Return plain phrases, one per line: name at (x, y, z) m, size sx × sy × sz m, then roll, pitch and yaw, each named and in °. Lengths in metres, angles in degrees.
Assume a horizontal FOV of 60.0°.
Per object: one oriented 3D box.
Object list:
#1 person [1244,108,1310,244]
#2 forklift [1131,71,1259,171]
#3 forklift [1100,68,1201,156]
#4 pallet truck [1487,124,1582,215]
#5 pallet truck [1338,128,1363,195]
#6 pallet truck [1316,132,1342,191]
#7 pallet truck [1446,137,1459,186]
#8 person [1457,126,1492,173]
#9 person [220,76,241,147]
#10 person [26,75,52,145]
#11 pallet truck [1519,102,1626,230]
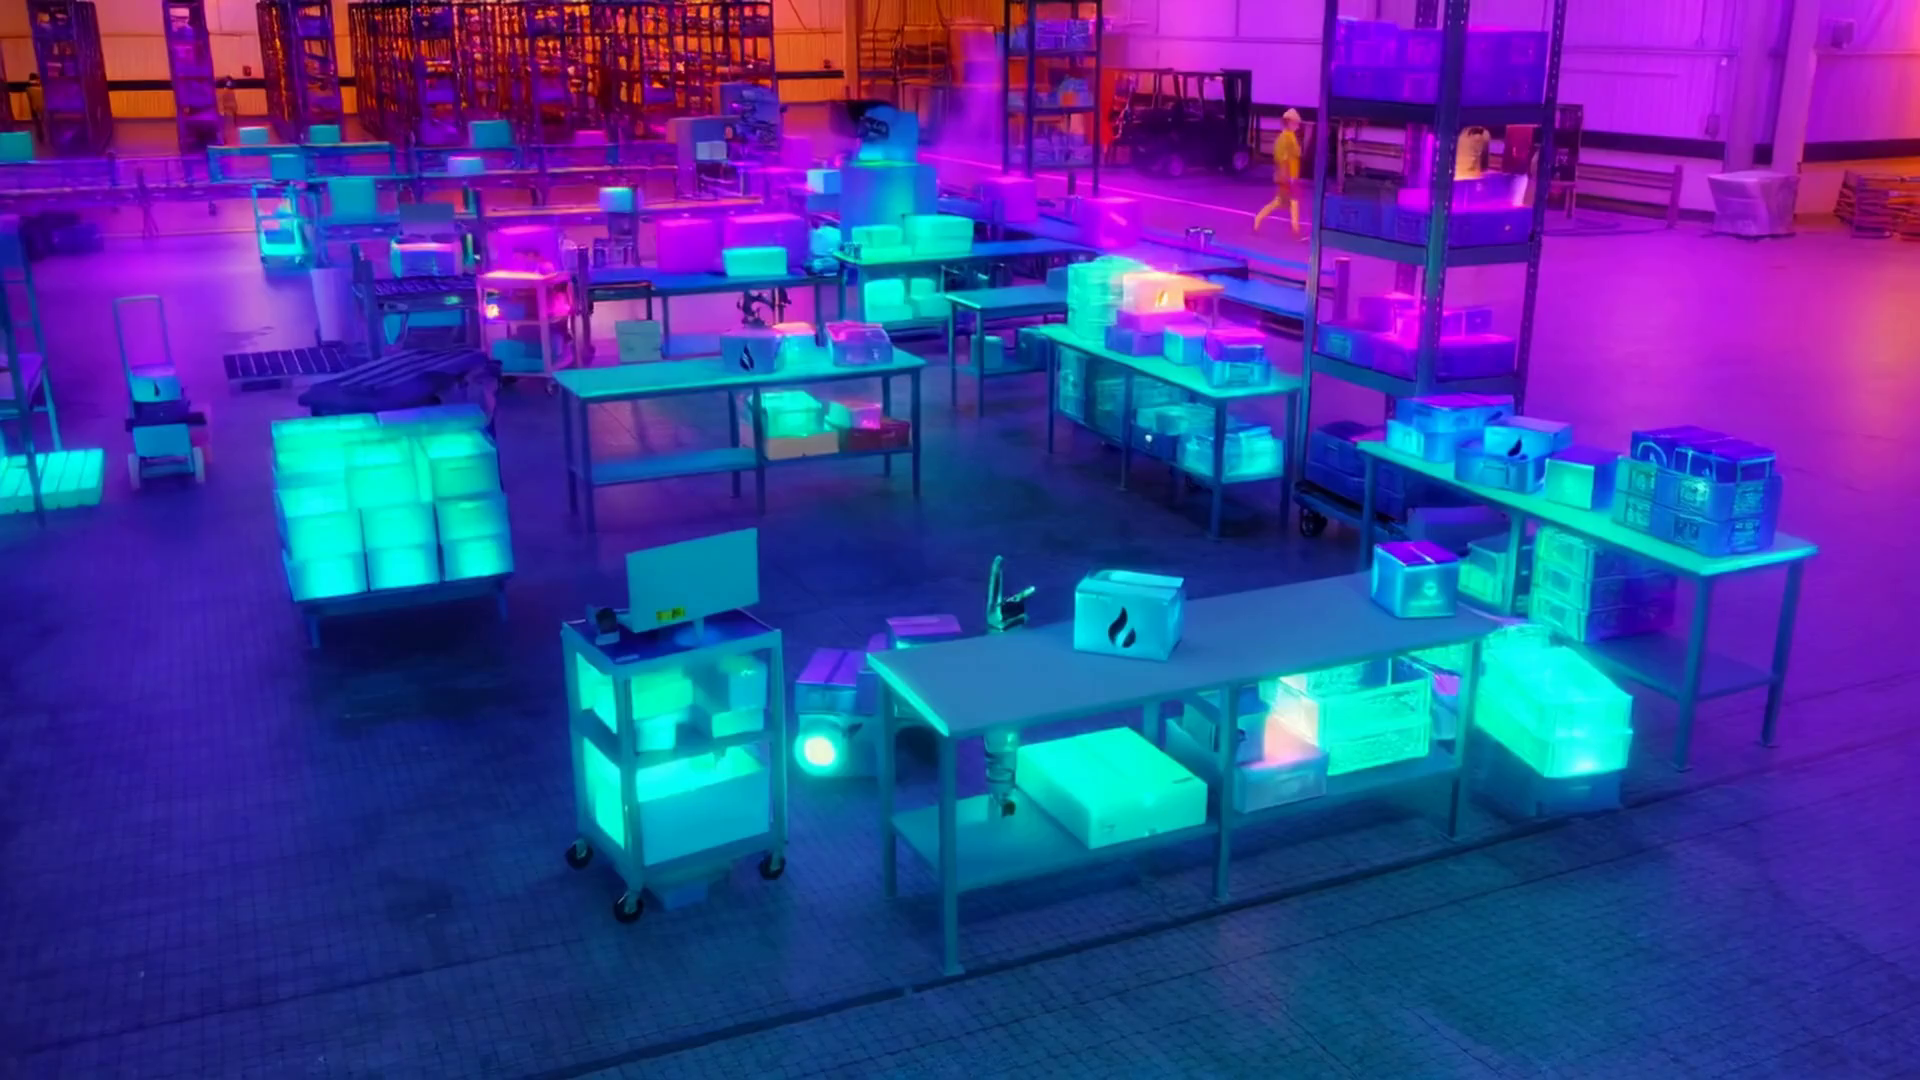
person at (4.819, -5.459, 24.970) m, size 1.000 × 2.007 × 0.610 m, roll 10°, pitch 20°, yaw 27°
forklift at (4.998, -8.936, 35.413) m, size 2.680 × 1.987 × 1.157 m, roll -9°, pitch 20°, yaw -25°
forklift at (4.082, -9.564, 37.410) m, size 2.680 × 1.987 × 1.157 m, roll -8°, pitch 19°, yaw -23°
pallet truck at (9.707, -6.455, 28.103) m, size 1.885 × 1.965 × 0.823 m, roll -7°, pitch 19°, yaw -20°
pallet truck at (7.845, -7.140, 31.411) m, size 1.522 × 1.261 × 0.704 m, roll -9°, pitch 20°, yaw -25°
pallet truck at (7.723, -7.504, 32.656) m, size 1.601 × 1.201 × 0.680 m, roll -8°, pitch 19°, yaw -23°
pallet truck at (9.184, -6.485, 29.328) m, size 1.630 × 1.274 × 0.653 m, roll -8°, pitch 19°, yaw -23°
person at (8.018, -5.788, 26.149) m, size 0.409 × 1.908 × 0.642 m, roll -8°, pitch 19°, yaw -22°
person at (-18.850, -11.026, 42.853) m, size 0.925 × 1.800 × 0.594 m, roll -11°, pitch 21°, yaw -31°
person at (-24.053, -11.256, 43.555) m, size 0.591 × 1.796 × 0.984 m, roll -9°, pitch 20°, yaw -25°
pallet truck at (9.972, -6.037, 26.785) m, size 1.885 × 1.965 × 0.823 m, roll -9°, pitch 20°, yaw -25°
